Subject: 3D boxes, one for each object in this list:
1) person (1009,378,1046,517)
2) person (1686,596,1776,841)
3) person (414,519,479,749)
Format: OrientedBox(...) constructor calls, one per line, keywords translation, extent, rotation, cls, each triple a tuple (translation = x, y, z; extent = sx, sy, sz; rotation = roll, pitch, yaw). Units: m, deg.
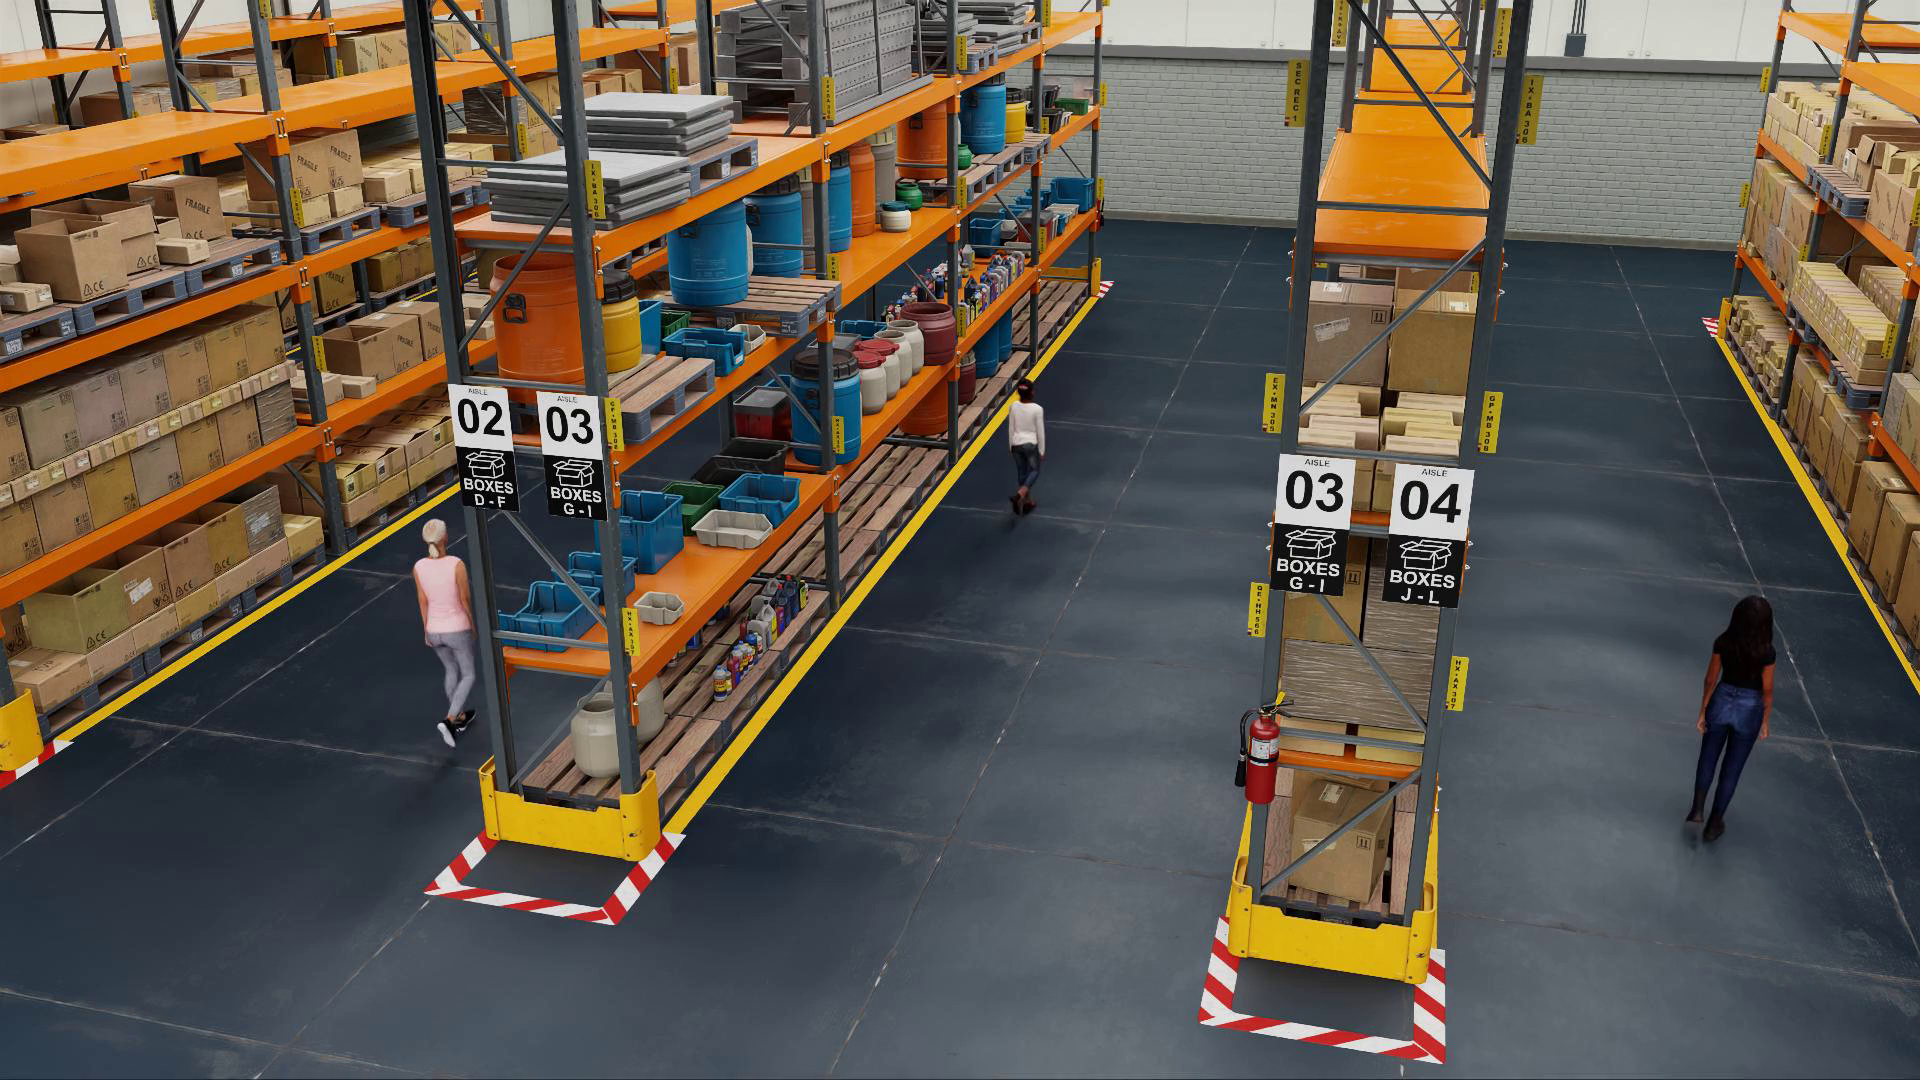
OrientedBox(translation=(0.631, -0.909, 16.444), extent=(0.628, 1.446, 0.846), rotation=(10, 24, 23), cls="person")
OrientedBox(translation=(5.044, 1.212, 10.886), extent=(0.690, 1.729, 0.749), rotation=(17, 28, 35), cls="person")
OrientedBox(translation=(-3.753, 0.732, 12.163), extent=(0.633, 1.652, 0.970), rotation=(3, 22, 6), cls="person")
